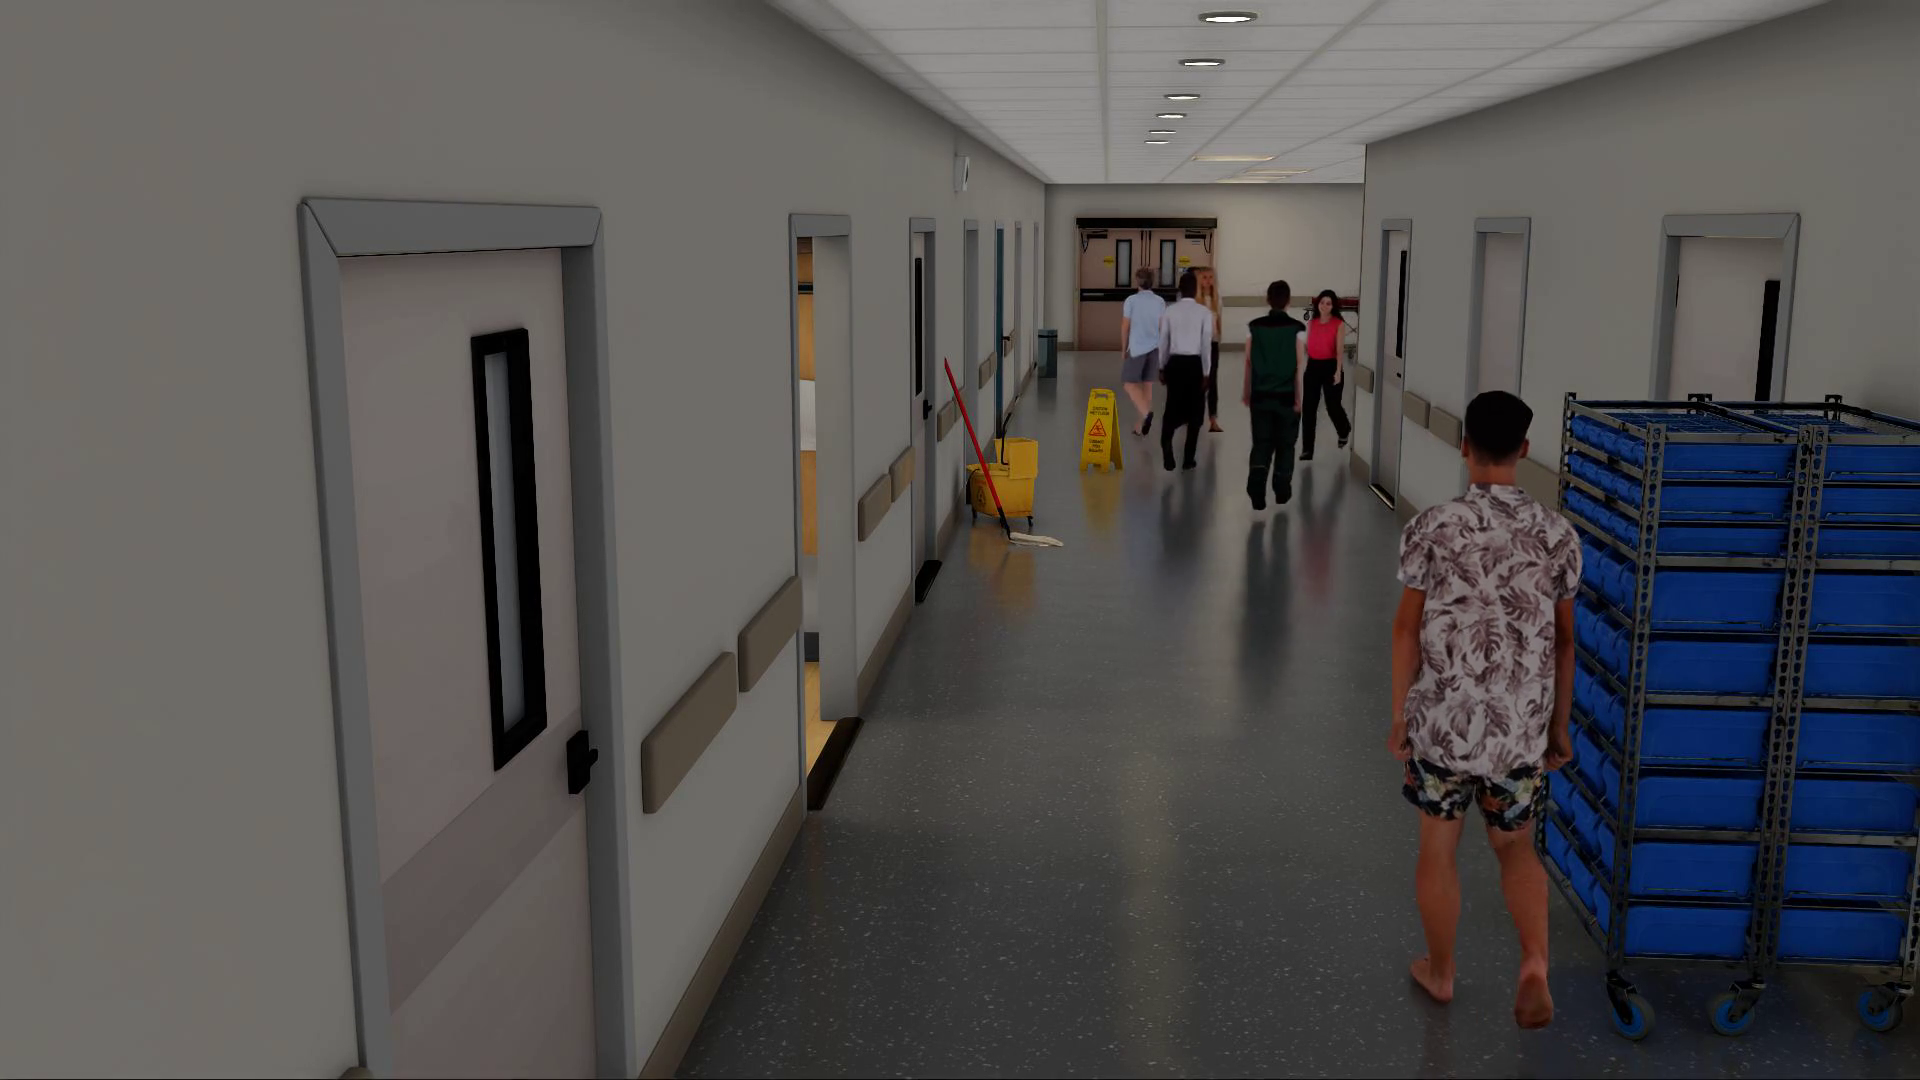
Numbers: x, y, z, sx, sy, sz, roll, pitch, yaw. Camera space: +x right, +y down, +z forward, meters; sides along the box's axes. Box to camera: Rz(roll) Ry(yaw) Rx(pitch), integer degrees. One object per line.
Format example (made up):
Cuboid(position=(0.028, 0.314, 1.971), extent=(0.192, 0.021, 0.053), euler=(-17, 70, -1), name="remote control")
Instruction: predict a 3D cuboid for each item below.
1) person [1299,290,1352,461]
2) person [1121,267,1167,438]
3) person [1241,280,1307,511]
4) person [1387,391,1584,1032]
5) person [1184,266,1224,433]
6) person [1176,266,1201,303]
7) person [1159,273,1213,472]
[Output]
Cuboid(position=(3.559, -1.576, 16.085), extent=(0.918, 1.631, 1.112), euler=(8, 13, 36), name="person")
Cuboid(position=(1.974, -1.970, 17.676), extent=(0.841, 1.811, 1.088), euler=(-3, 11, -13), name="person")
Cuboid(position=(2.463, -1.112, 13.163), extent=(0.855, 1.805, 1.196), euler=(4, 11, 20), name="person")
Cuboid(position=(1.475, 0.507, 4.660), extent=(0.693, 1.796, 0.898), euler=(0, 11, 1), name="person")
Cuboid(position=(2.605, -2.066, 18.273), extent=(0.784, 1.777, 1.257), euler=(-2, 11, -10), name="person")
Cuboid(position=(3.048, -2.734, 21.911), extent=(0.706, 1.733, 0.727), euler=(-6, 12, -28), name="person")
Cuboid(position=(2.035, -1.498, 15.195), extent=(0.843, 1.809, 1.200), euler=(4, 11, 19), name="person")
